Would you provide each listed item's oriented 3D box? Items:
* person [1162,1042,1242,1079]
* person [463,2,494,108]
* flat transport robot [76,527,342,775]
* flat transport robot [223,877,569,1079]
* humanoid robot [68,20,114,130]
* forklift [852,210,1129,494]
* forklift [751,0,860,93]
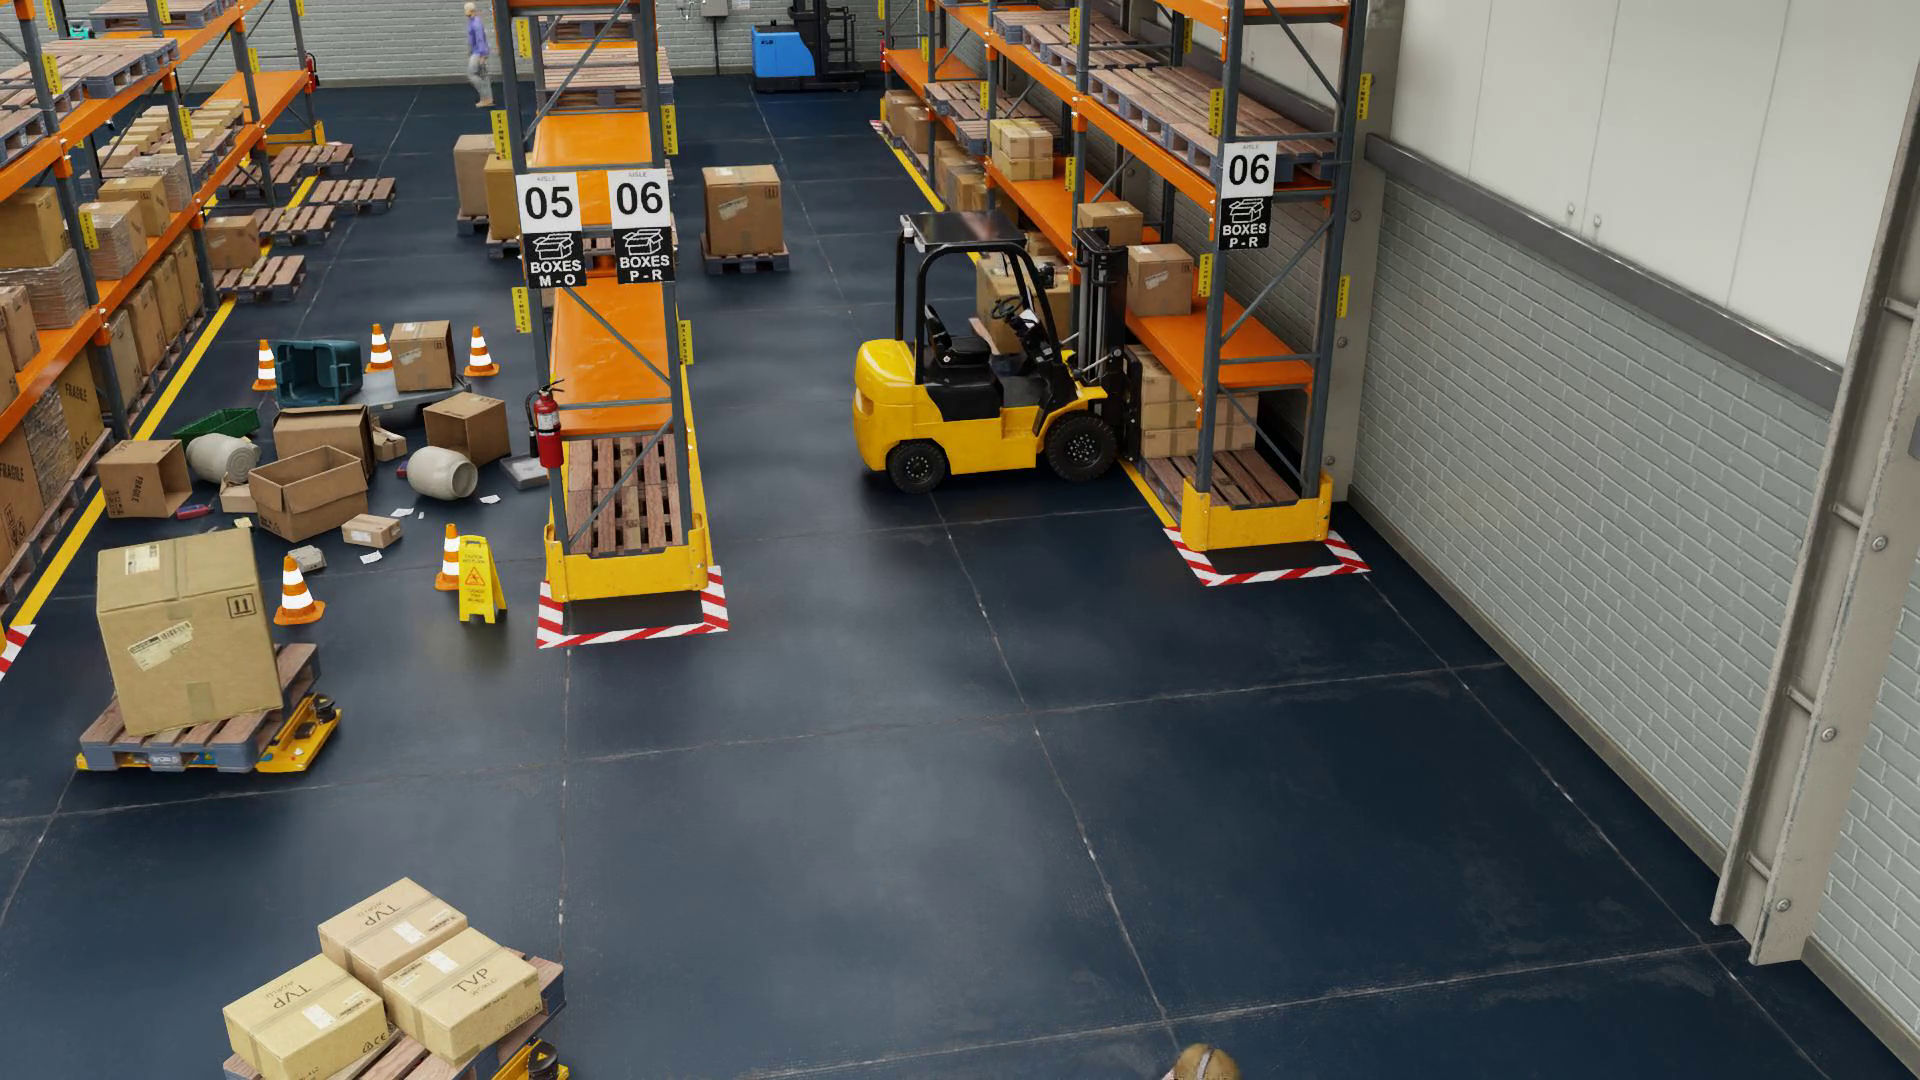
[{"bbox_3d":[0.829,2.556,5.938,0.943,1.891,0.650,8,27,16],"label":"person"},{"bbox_3d":[-8.395,-8.422,28.923,0.487,1.785,0.612,-9,27,-17],"label":"person"},{"bbox_3d":[-4.765,1.221,10.586,1.431,0.231,0.659,1,26,1],"label":"flat transport robot"},{"bbox_3d":[-2.656,2.501,7.920,1.431,0.231,0.659,11,28,22],"label":"flat transport robot"},{"bbox_3d":[-14.308,-7.618,27.383,0.554,1.854,0.858,-21,33,-37],"label":"humanoid robot"},{"bbox_3d":[0.216,-1.659,14.366,2.313,2.155,1.214,-5,26,-10],"label":"forklift"},{"bbox_3d":[-2.872,-9.679,30.288,1.873,2.768,1.129,-5,26,-10],"label":"forklift"}]
